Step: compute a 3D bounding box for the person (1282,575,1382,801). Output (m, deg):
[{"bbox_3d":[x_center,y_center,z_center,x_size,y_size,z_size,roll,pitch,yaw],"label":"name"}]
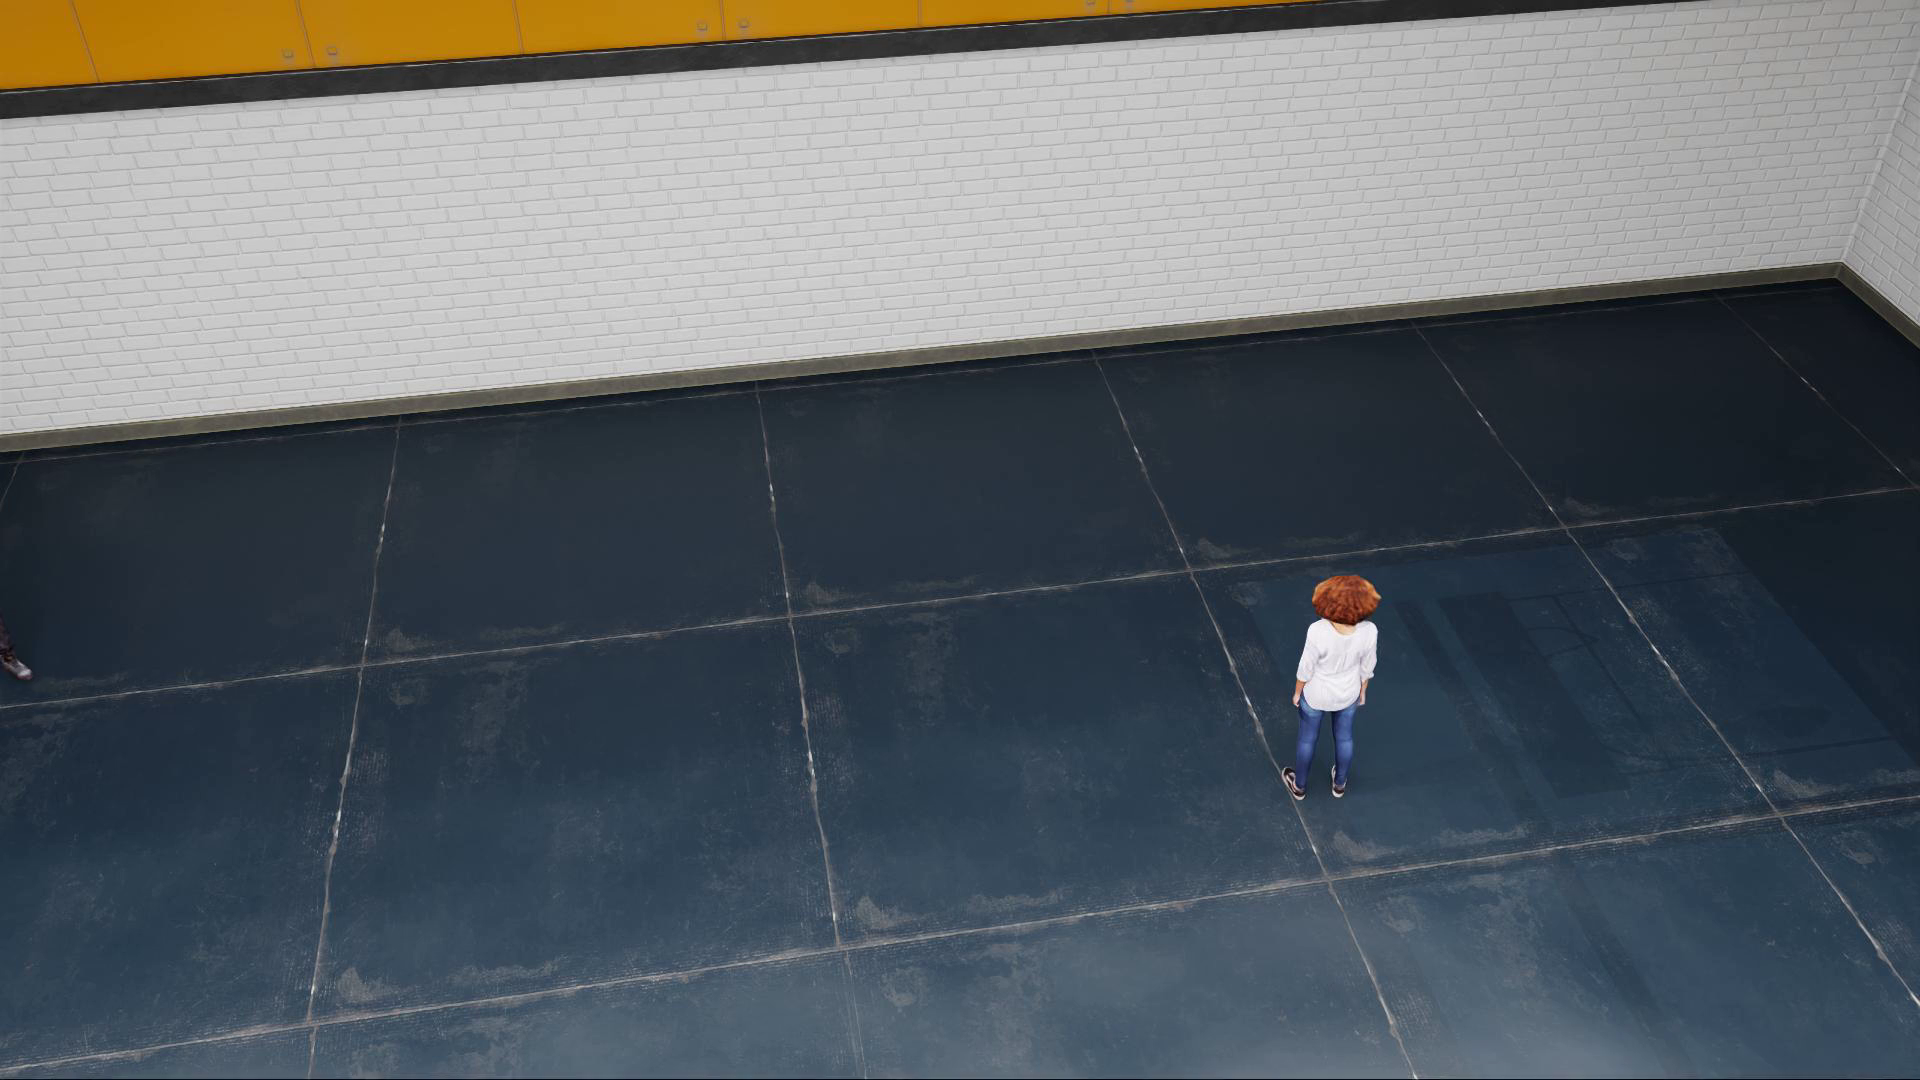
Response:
[{"bbox_3d":[2.285,0.913,10.220,0.673,1.714,0.642,-1,39,-1],"label":"person"}]
